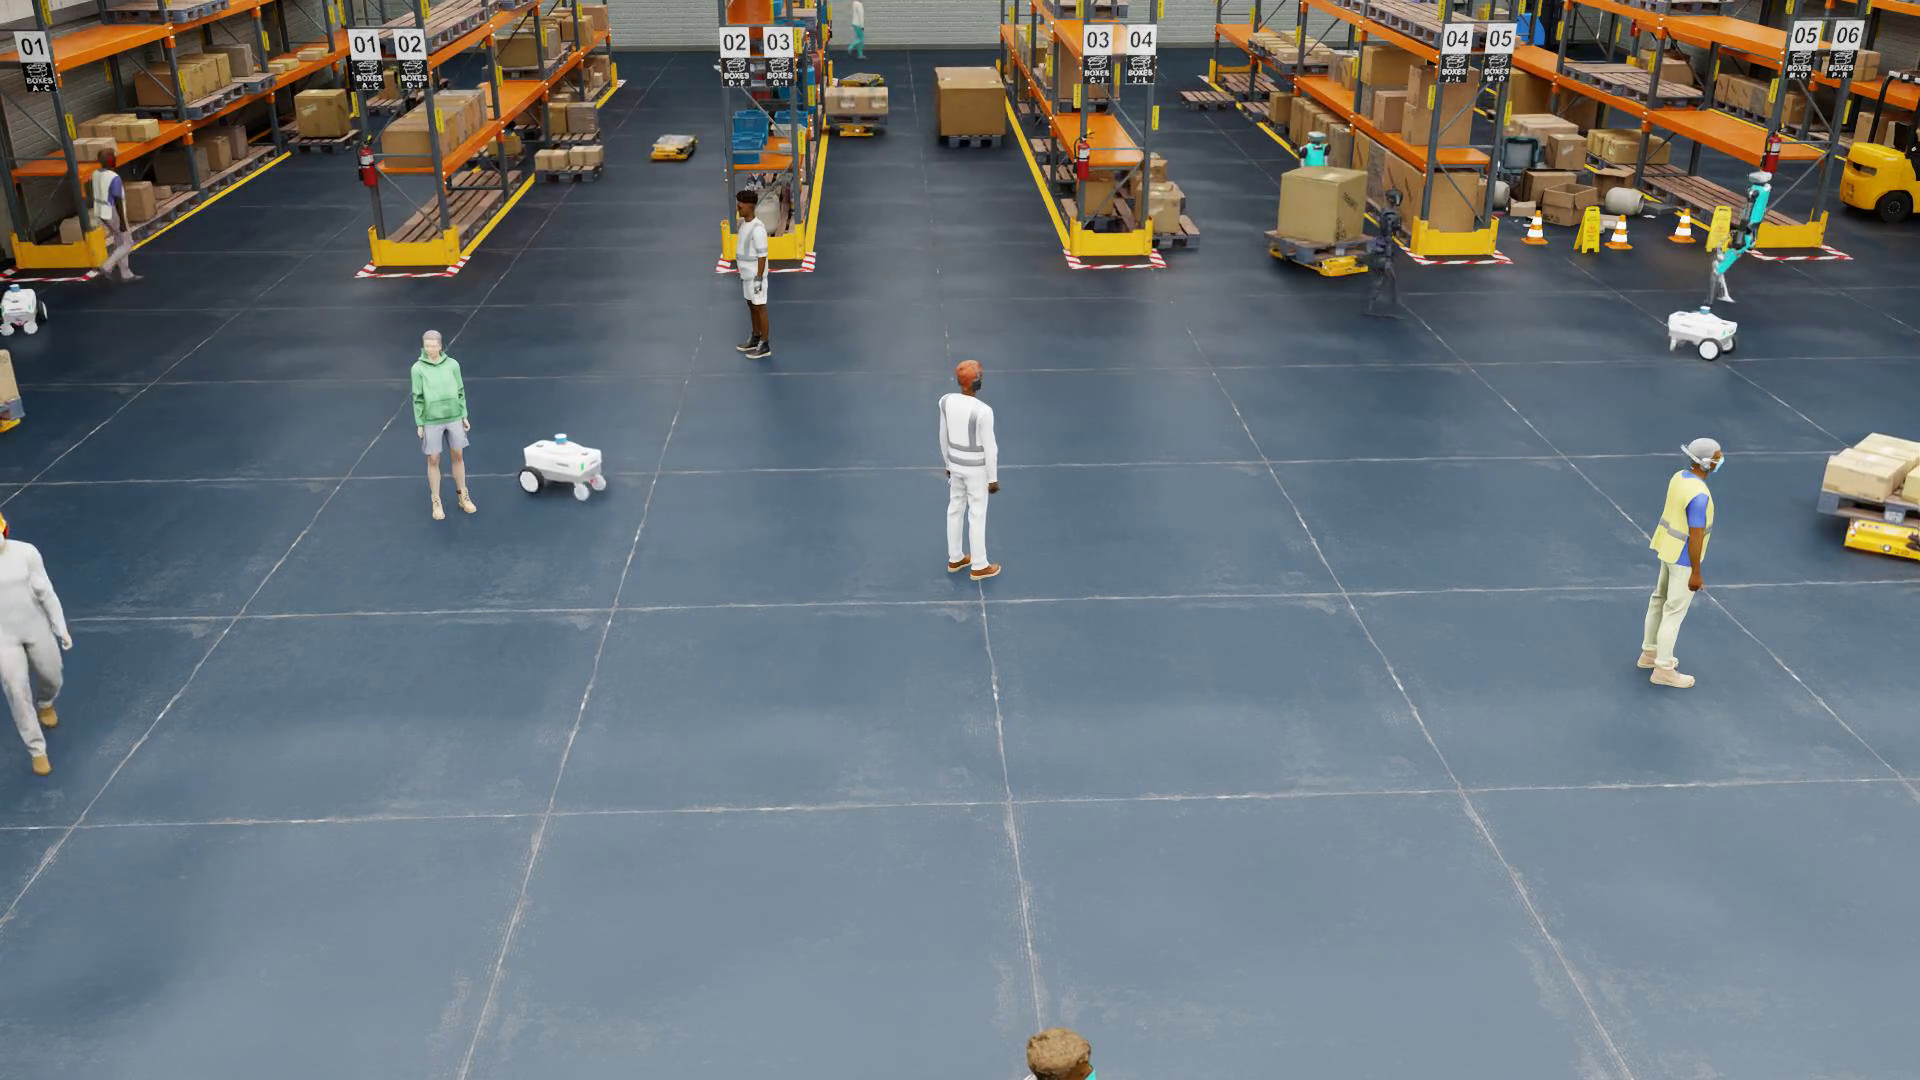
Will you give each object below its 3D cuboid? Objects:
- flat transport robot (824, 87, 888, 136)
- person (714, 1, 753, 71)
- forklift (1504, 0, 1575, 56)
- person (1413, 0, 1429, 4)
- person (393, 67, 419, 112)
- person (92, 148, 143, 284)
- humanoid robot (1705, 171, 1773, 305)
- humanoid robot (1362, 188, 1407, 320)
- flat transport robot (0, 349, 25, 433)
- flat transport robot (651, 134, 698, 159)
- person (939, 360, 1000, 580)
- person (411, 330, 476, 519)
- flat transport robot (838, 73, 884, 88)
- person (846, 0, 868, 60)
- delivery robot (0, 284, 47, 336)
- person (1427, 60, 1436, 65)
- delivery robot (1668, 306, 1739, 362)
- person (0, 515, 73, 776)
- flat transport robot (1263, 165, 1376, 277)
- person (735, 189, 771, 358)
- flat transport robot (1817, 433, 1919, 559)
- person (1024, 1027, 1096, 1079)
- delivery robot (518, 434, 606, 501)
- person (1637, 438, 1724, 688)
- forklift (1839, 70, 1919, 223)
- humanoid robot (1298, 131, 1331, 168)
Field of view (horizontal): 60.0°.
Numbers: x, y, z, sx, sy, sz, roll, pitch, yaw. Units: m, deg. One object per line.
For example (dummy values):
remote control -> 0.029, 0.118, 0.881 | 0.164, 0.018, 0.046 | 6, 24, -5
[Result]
flat transport robot -> -2.029, -8.181, 32.855 | 0.659, 0.231, 1.431 | -1, 24, -2
person -> -5.445, -12.175, 39.928 | 0.956, 1.814, 0.508 | 4, 24, 8
forklift -> 14.700, -13.805, 42.301 | 1.873, 2.768, 1.129 | -1, 24, -2
person -> 11.591, -13.016, 41.841 | 0.393, 1.796, 0.592 | -19, 30, -36
person -> -11.030, -9.171, 33.358 | 0.552, 1.650, 0.846 | -3, 24, -6
person -> -11.366, -4.300, 22.223 | 0.573, 1.829, 0.557 | 17, 29, 33
humanoid robot -> 9.906, -3.813, 21.370 | 0.542, 1.899, 0.707 | -22, 32, -40
humanoid robot -> 5.401, -3.572, 20.784 | 0.651, 1.640, 0.608 | 6, 25, 14
flat transport robot -> -10.316, -1.040, 16.809 | 0.659, 0.231, 1.431 | 6, 25, 12
flat transport robot -> -5.297, -7.302, 30.879 | 0.659, 0.231, 1.431 | 0, 24, 1
person -> 0.088, -0.582, 13.795 | 0.573, 1.884, 0.356 | 20, 31, 38
person -> -4.684, -1.056, 15.036 | 0.472, 1.741, 0.346 | -14, 28, -29
flat transport robot -> -2.255, -10.444, 37.940 | 0.659, 0.231, 1.431 | 6, 25, 13
person -> -2.587, -12.931, 41.693 | 0.518, 1.752, 0.535 | -8, 25, -16
delivery robot -> -11.628, -2.862, 20.541 | 0.523, 0.585, 0.747 | -10, 26, -22
person -> 9.230, -8.860, 32.430 | 0.405, 1.857, 0.529 | -1, 24, -3
delivery robot -> 8.770, -2.435, 19.615 | 0.512, 0.614, 0.786 | -20, 31, -38
person -> -6.328, 0.597, 11.158 | 0.570, 1.866, 0.779 | -18, 29, -34
flat transport robot -> 5.050, -3.990, 23.438 | 0.659, 0.231, 1.431 | -11, 26, -22
person -> -2.421, -3.108, 19.371 | 0.368, 1.965, 0.601 | -10, 26, -22
flat transport robot -> 8.381, -0.200, 14.922 | 0.659, 0.231, 1.431 | 13, 27, 27
person -> 0.350, 2.671, 6.448 | 0.380, 1.917, 0.490 | -2, 24, -5
delivery robot -> -3.746, -0.717, 15.702 | 0.747, 0.570, 0.499 | 10, 26, 22
person -> 5.256, 0.155, 12.131 | 0.401, 1.893, 0.517 | 1, 24, 2
forklift -> 15.132, -6.143, 25.915 | 2.313, 2.155, 1.214 | -1, 24, -2
humanoid robot -> 5.107, -4.821, 23.545 | 0.531, 1.832, 0.669 | -13, 27, -27
